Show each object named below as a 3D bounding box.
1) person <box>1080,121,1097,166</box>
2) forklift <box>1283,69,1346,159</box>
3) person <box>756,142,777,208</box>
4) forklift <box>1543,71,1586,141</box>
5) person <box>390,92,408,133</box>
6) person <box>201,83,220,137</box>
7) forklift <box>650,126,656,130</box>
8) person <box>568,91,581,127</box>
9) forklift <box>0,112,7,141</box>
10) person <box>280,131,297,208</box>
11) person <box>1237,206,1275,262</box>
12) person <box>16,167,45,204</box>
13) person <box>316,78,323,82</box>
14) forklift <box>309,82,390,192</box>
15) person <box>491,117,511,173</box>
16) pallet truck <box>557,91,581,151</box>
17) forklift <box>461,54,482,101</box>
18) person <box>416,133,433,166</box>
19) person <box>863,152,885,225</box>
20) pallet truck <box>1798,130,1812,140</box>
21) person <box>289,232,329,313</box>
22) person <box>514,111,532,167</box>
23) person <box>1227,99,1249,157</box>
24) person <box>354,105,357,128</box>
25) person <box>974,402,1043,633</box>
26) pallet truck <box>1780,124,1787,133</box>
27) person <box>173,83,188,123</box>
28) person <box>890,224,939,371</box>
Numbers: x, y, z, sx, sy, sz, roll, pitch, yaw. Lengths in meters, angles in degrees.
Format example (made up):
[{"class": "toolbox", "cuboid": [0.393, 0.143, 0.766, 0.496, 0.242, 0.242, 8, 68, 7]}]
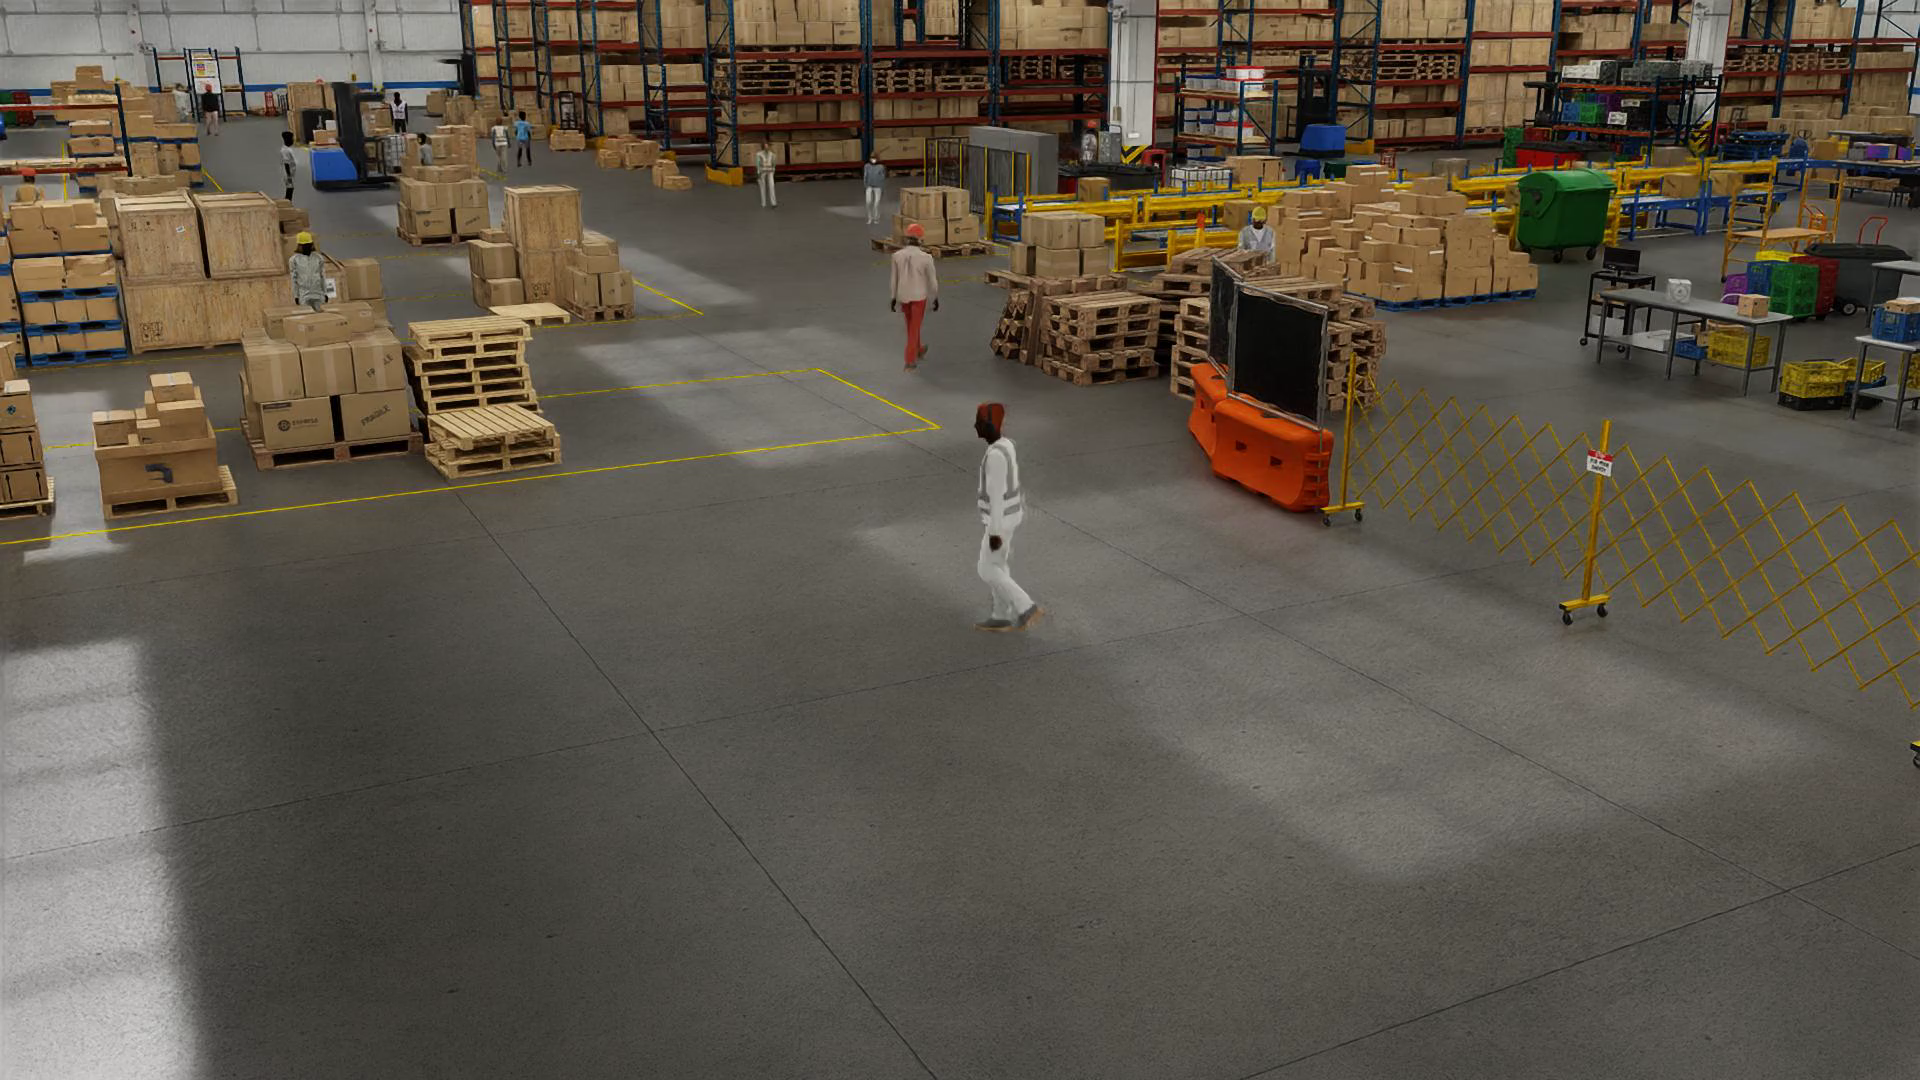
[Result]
[{"class": "person", "cuboid": [3.465, -10.080, 43.886, 1.024, 1.877, 0.553, -11, 21, -30]}, {"class": "forklift", "cuboid": [11.615, -13.871, 54.079, 1.129, 2.768, 1.873, -9, 20, -27]}, {"class": "person", "cuboid": [-4.731, -8.939, 40.777, 0.511, 1.593, 0.868, -7, 19, -21]}, {"class": "forklift", "cuboid": [18.685, -13.231, 52.085, 1.873, 2.768, 1.129, -9, 20, -26]}, {"class": "person", "cuboid": [-19.655, -14.739, 58.345, 0.590, 1.913, 0.399, -2, 18, -7]}, {"class": "person", "cuboid": [-28.579, -16.394, 63.406, 0.632, 1.975, 0.759, -17, 24, -42]}, {"class": "forklift", "cuboid": [-12.180, -18.011, 66.984, 1.129, 2.768, 1.873, -9, 20, -26]}, {"class": "person", "cuboid": [-14.118, -15.481, 60.797, 0.516, 1.828, 0.630, -5, 19, -16]}, {"class": "forklift", "cuboid": [-35.930, -15.857, 60.270, 1.873, 2.768, 1.129, 2, 18, 6]}, {"class": "person", "cuboid": [-15.908, -8.697, 39.456, 0.391, 1.948, 0.605, -6, 19, -17]}, {"class": "person", "cuboid": [4.583, -4.243, 25.754, 0.603, 1.828, 0.404, -1, 18, -5]}, {"class": "person", "cuboid": [-17.394, -6.048, 31.297, 0.569, 1.879, 1.010, -1, 18, -2]}, {"class": "person", "cuboid": [-26.388, -18.079, 68.731, 0.542, 1.929, 0.373, 12, 21, 33]}, {"class": "forklift", "cuboid": [-16.507, -10.847, 44.652, 1.873, 2.768, 1.129, -9, 20, -26]}, {"class": "person", "cuboid": [-13.709, -11.816, 49.735, 0.530, 1.604, 0.831, -3, 18, -10]}, {"class": "pallet truck", "cuboid": [-13.495, -14.412, 57.188, 0.823, 1.965, 1.885, -3, 18, -9]}, {"class": "forklift", "cuboid": [-20.931, -19.315, 71.051, 1.873, 2.768, 1.129, -9, 20, -26]}, {"class": "person", "cuboid": [-13.084, -9.002, 40.625, 0.994, 1.816, 0.510, 8, 19, 24]}, {"class": "person", "cuboid": [-1.953, -7.936, 37.599, 0.514, 1.608, 0.667, 3, 18, 8]}, {"class": "pallet truck", "cuboid": [25.526, -11.556, 49.408, 1.630, 1.274, 0.653, -9, 20, -26]}, {"class": "person", "cuboid": [-9.175, -3.477, 23.507, 0.487, 1.744, 0.297, -13, 22, -36]}, {"class": "person", "cuboid": [-13.551, -12.434, 51.546, 0.527, 1.668, 0.811, 0, 18, 0]}, {"class": "person", "cuboid": [8.895, -13.083, 53.008, 0.618, 2.029, 0.611, -11, 21, -31]}, {"class": "person", "cuboid": [-20.498, -13.986, 55.966, 0.627, 1.933, 0.377, 10, 20, 28]}, {"class": "person", "cuboid": [0.345, -0.146, 12.903, 0.489, 1.876, 0.620, 2, 18, 6]}, {"class": "pallet truck", "cuboid": [25.206, -12.542, 52.601, 1.601, 1.201, 0.680, 0, 18, -2]}, {"class": "person", "cuboid": [-30.583, -16.985, 65.368, 0.460, 1.910, 0.639, 7, 19, 21]}, {"class": "person", "cuboid": [-0.579, -3.333, 22.735, 0.652, 1.938, 1.019, 9, 20, 25]}]
